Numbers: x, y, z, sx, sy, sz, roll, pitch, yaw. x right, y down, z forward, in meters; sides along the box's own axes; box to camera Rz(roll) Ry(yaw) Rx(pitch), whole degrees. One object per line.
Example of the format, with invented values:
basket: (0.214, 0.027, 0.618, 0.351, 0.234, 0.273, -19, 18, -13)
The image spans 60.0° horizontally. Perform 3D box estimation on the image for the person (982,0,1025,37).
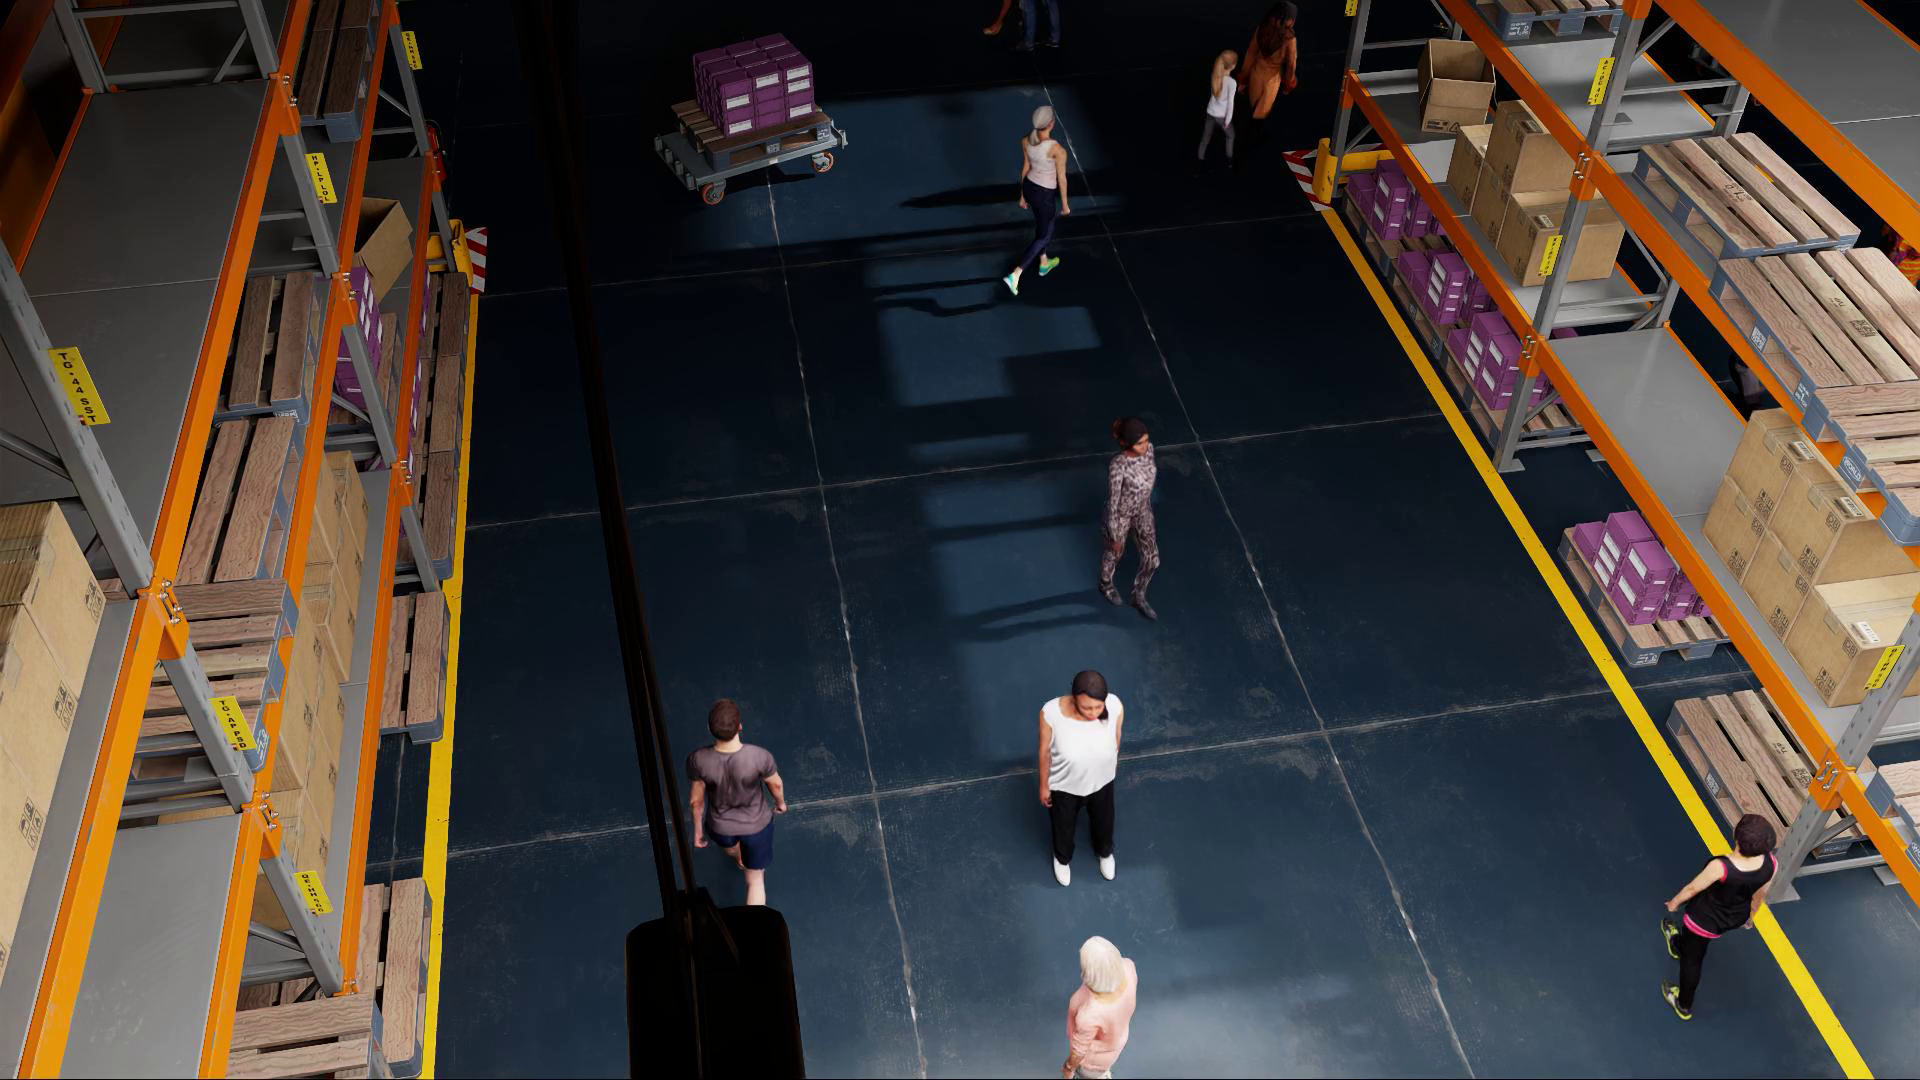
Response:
person: (0.651, -6.207, 17.656, 0.861, 1.649, 0.961, -24, 48, -23)

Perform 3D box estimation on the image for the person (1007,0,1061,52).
person: (0.963, -5.973, 17.275, 0.884, 1.835, 0.837, 9, 44, 10)

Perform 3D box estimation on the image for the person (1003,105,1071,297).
person: (0.636, -2.848, 14.108, 1.085, 1.679, 1.053, 33, 53, 30)

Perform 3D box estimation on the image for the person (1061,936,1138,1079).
person: (0.773, 2.559, 8.407, 0.787, 1.715, 0.720, 24, 48, 23)

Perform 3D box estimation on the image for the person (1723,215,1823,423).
person: (6.315, -1.652, 12.666, 0.834, 1.938, 0.889, -18, 47, -18)

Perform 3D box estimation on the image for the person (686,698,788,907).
person: (-1.236, 1.655, 9.292, 0.793, 1.803, 1.206, -1, 44, -1)

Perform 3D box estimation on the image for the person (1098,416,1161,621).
person: (1.078, -0.202, 11.316, 0.773, 1.699, 0.866, -27, 50, -25)

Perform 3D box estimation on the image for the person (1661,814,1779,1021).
person: (4.149, 2.086, 9.037, 0.560, 1.530, 0.831, -6, 44, -6)

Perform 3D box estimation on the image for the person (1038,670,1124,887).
person: (0.696, 1.336, 9.712, 0.658, 1.686, 0.632, -5, 44, -5)

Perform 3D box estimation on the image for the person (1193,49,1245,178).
person: (2.374, -3.971, 15.590, 0.761, 1.262, 0.767, -31, 52, -29)

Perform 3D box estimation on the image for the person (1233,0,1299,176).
person: (2.808, -4.159, 15.482, 1.065, 1.683, 1.124, 21, 48, 21)
